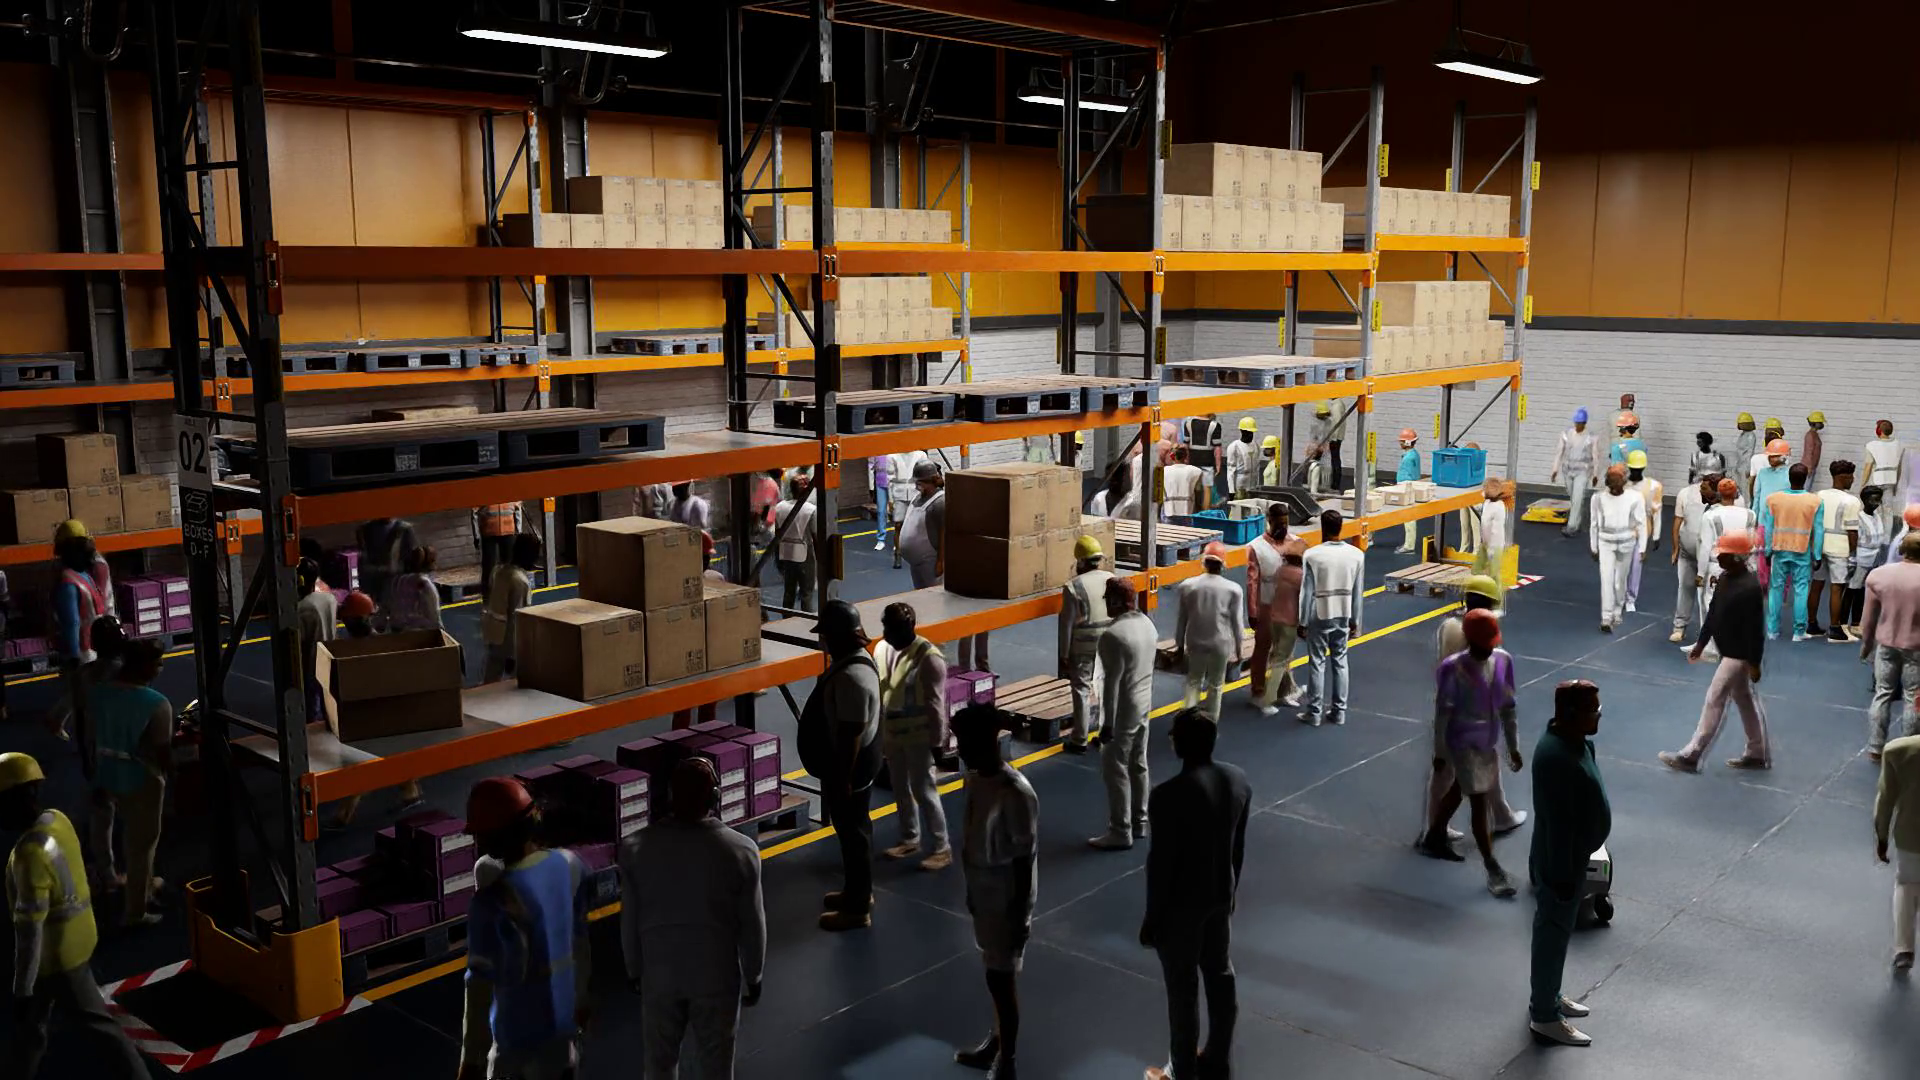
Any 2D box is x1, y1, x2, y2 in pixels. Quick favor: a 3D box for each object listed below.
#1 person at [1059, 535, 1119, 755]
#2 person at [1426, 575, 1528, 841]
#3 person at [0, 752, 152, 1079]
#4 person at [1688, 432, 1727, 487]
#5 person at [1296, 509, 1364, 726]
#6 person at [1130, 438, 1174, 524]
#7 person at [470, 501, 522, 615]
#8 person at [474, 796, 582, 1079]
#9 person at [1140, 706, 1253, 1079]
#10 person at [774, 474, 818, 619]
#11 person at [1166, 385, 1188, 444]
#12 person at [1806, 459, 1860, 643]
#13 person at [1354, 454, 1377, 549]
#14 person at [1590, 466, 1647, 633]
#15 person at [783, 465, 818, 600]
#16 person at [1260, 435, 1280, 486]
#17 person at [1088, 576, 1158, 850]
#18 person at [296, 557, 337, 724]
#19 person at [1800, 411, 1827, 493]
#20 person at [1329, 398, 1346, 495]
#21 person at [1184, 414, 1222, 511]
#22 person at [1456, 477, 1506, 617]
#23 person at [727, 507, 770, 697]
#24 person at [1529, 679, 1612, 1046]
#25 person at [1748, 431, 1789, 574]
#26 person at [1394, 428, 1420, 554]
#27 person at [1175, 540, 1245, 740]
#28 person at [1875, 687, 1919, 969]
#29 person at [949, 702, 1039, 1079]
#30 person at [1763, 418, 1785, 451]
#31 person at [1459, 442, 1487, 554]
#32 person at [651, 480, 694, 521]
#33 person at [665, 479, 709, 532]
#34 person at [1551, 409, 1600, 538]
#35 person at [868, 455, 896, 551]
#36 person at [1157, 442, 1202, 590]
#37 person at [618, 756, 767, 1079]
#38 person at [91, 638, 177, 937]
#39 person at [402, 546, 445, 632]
[{"bbox_3d":[1.068,0.869,13.752,0.595,1.827,0.403,-5,11,-29],"label":"person"},{"bbox_3d":[3.654,1.186,11.721,0.931,1.860,0.663,-5,11,-27],"label":"person"},{"bbox_3d":[-4.185,1.885,7.579,0.980,1.854,0.618,-4,10,-23],"label":"person"},{"bbox_3d":[10.895,-0.774,24.149,0.933,1.627,0.534,-5,11,-26],"label":"person"},{"bbox_3d":[3.254,0.686,14.603,0.599,1.908,0.398,-3,10,-18],"label":"person"},{"bbox_3d":[2.640,-0.742,22.882,0.611,1.985,0.393,2,10,9],"label":"person"},{"bbox_3d":[-5.348,-0.104,19.244,0.589,1.927,0.369,-5,11,-28],"label":"person"},{"bbox_3d":[-1.946,1.934,7.696,0.526,1.720,0.905,3,10,15],"label":"person"},{"bbox_3d":[1.143,1.755,8.118,0.631,1.938,0.365,-7,12,-38],"label":"person"},{"bbox_3d":[-1.703,0.227,17.518,0.575,1.841,0.374,6,11,31],"label":"person"},{"bbox_3d":[3.603,-1.627,27.992,0.615,2.040,0.391,9,13,42],"label":"person"},{"bbox_3d":[9.362,0.112,17.847,0.373,1.963,0.607,-4,10,-22],"label":"person"},{"bbox_3d":[5.749,-0.692,23.609,0.309,1.639,0.523,7,12,36],"label":"person"},{"bbox_3d":[7.259,0.093,18.366,0.606,1.818,1.045,3,10,20],"label":"person"},{"bbox_3d":[-1.840,-0.239,20.198,0.631,1.887,0.987,0,10,2],"label":"person"},{"bbox_3d":[4.157,-0.515,22.206,0.337,1.762,0.523,1,10,3],"label":"person"},{"bbox_3d":[1.124,1.194,11.614,0.395,1.899,0.655,6,11,30],"label":"person"},{"bbox_3d":[-4.906,1.039,12.634,0.333,1.860,0.510,3,10,17],"label":"person"},{"bbox_3d":[13.187,-1.115,25.759,0.328,1.769,0.526,6,11,33],"label":"person"},{"bbox_3d":[6.529,-1.778,29.039,0.390,1.991,0.625,3,10,15],"label":"person"},{"bbox_3d":[3.714,-1.187,25.423,0.614,2.029,0.409,5,11,28],"label":"person"},{"bbox_3d":[6.015,0.091,19.024,0.522,1.608,0.531,-1,10,-6],"label":"person"},{"bbox_3d":[-1.902,0.578,15.478,0.495,1.817,0.533,-5,11,-28],"label":"person"},{"bbox_3d":[3.200,1.663,8.756,0.407,1.908,0.642,4,10,20],"label":"person"},{"bbox_3d":[10.578,-0.495,21.750,0.329,1.872,0.511,-8,13,-41],"label":"person"},{"bbox_3d":[6.238,-0.685,23.229,0.342,1.749,0.573,3,10,20],"label":"person"},{"bbox_3d":[2.117,0.866,14.039,0.569,1.735,0.373,4,10,24],"label":"person"},{"bbox_3d":[5.468,1.655,9.325,0.593,1.726,0.415,6,11,34],"label":"person"},{"bbox_3d":[0.146,1.747,8.168,0.448,1.949,0.638,-5,11,-25],"label":"person"},{"bbox_3d":[12.174,-0.968,24.975,0.321,1.737,0.485,8,13,41],"label":"person"},{"bbox_3d":[6.925,-0.514,22.570,0.268,1.631,0.509,-4,10,-24],"label":"person"},{"bbox_3d":[-3.341,-0.115,19.296,0.543,1.933,0.363,-7,12,-37],"label":"person"},{"bbox_3d":[-2.883,0.147,17.778,0.554,1.916,0.607,5,11,28],"label":"person"},{"bbox_3d":[9.149,-1.000,24.714,1.027,1.894,0.609,-9,13,-44],"label":"person"},{"bbox_3d":[-1.010,-0.792,23.398,0.581,1.919,0.400,1,10,7],"label":"person"},{"bbox_3d":[2.708,-0.284,20.598,0.560,1.836,0.393,1,10,5],"label":"person"},{"bbox_3d":[-1.180,1.896,7.421,0.647,1.895,0.404,0,10,-1],"label":"person"},{"bbox_3d":[-4.937,1.478,10.116,0.601,1.813,0.591,4,10,21],"label":"person"},{"bbox_3d":[-4.579,0.851,14.444,0.570,1.619,0.539,-7,12,-37],"label":"person"}]
